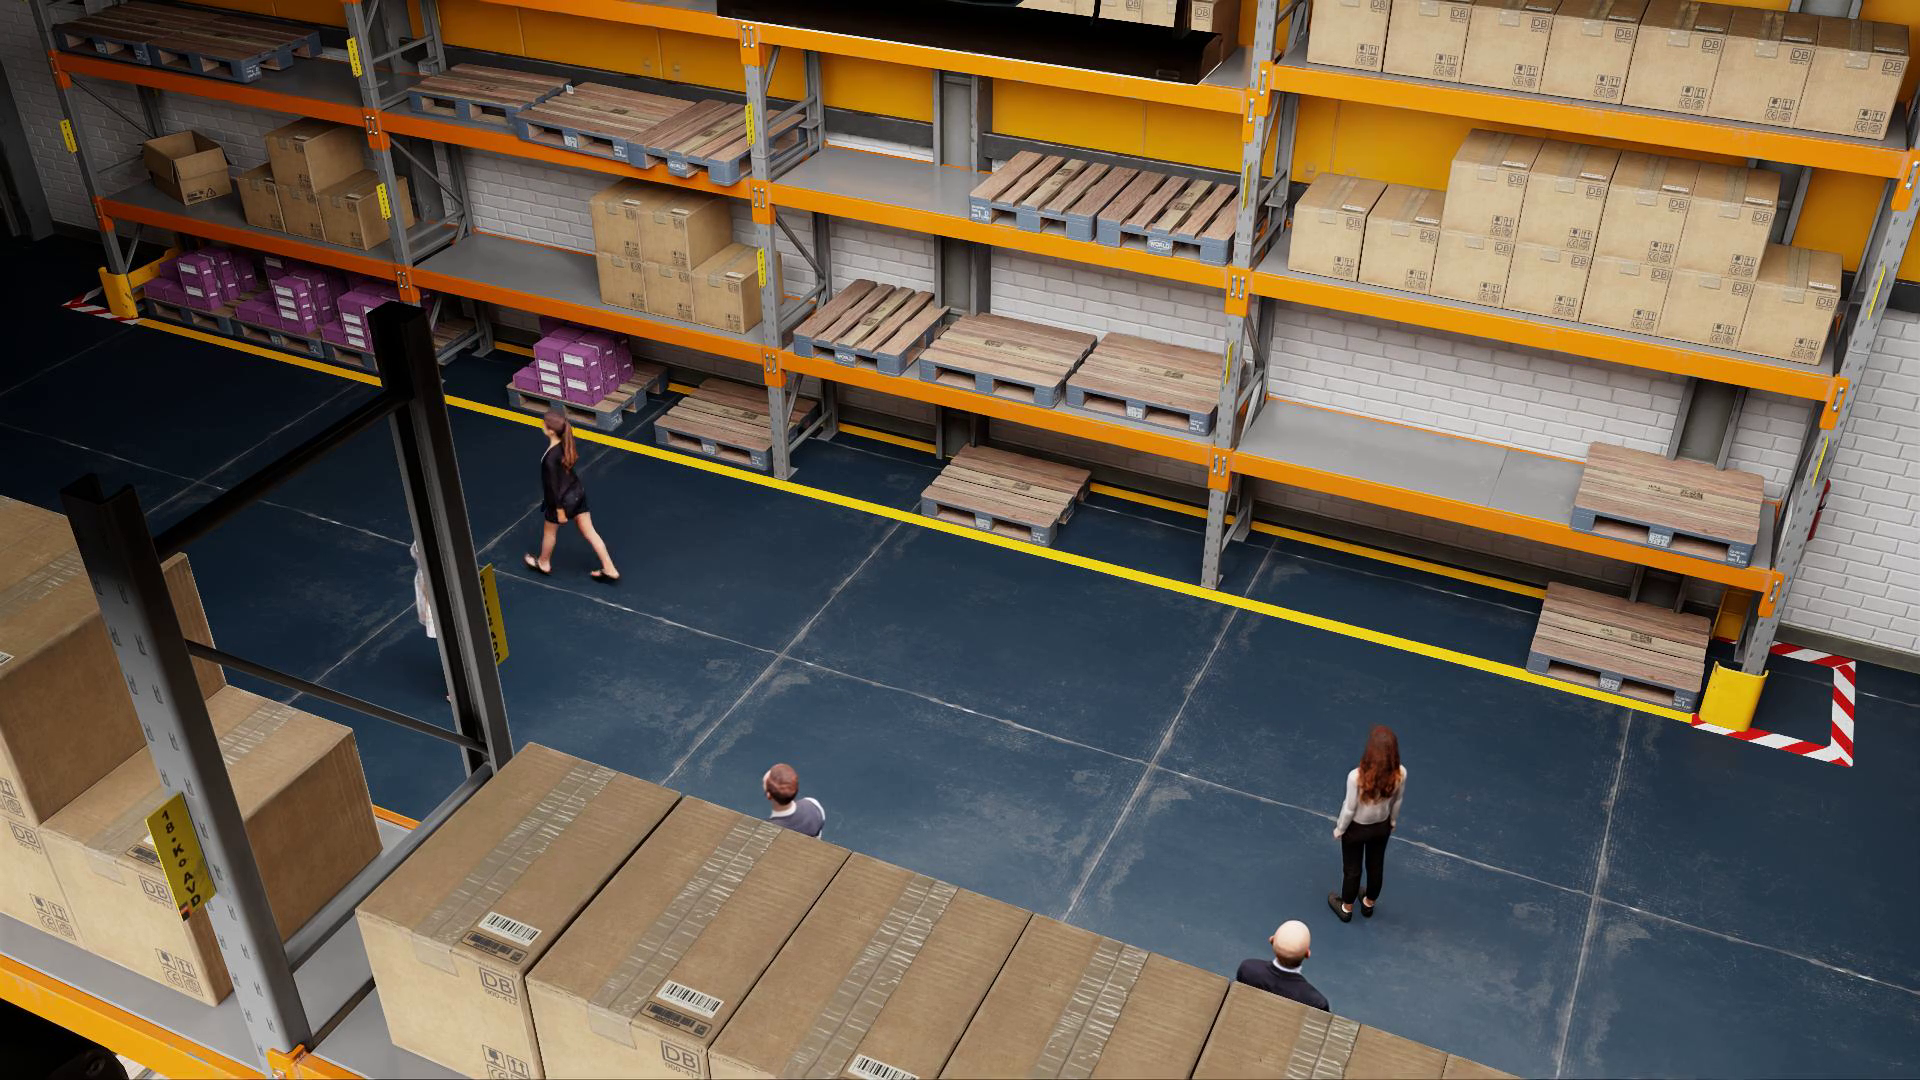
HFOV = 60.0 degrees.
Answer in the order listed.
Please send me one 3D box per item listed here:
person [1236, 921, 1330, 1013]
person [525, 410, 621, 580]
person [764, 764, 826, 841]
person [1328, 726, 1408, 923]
[{"bbox_3d":[1.598,2.642,8.486,0.605,1.797,0.801,24,41,32],"label":"person"},{"bbox_3d":[-3.044,-0.311,13.184,1.060,1.514,0.581,13,36,18],"label":"person"},{"bbox_3d":[-0.944,2.004,9.318,0.659,1.938,0.712,25,41,32],"label":"person"},{"bbox_3d":[2.490,1.736,10.130,0.595,1.485,0.680,-6,34,-10],"label":"person"}]
